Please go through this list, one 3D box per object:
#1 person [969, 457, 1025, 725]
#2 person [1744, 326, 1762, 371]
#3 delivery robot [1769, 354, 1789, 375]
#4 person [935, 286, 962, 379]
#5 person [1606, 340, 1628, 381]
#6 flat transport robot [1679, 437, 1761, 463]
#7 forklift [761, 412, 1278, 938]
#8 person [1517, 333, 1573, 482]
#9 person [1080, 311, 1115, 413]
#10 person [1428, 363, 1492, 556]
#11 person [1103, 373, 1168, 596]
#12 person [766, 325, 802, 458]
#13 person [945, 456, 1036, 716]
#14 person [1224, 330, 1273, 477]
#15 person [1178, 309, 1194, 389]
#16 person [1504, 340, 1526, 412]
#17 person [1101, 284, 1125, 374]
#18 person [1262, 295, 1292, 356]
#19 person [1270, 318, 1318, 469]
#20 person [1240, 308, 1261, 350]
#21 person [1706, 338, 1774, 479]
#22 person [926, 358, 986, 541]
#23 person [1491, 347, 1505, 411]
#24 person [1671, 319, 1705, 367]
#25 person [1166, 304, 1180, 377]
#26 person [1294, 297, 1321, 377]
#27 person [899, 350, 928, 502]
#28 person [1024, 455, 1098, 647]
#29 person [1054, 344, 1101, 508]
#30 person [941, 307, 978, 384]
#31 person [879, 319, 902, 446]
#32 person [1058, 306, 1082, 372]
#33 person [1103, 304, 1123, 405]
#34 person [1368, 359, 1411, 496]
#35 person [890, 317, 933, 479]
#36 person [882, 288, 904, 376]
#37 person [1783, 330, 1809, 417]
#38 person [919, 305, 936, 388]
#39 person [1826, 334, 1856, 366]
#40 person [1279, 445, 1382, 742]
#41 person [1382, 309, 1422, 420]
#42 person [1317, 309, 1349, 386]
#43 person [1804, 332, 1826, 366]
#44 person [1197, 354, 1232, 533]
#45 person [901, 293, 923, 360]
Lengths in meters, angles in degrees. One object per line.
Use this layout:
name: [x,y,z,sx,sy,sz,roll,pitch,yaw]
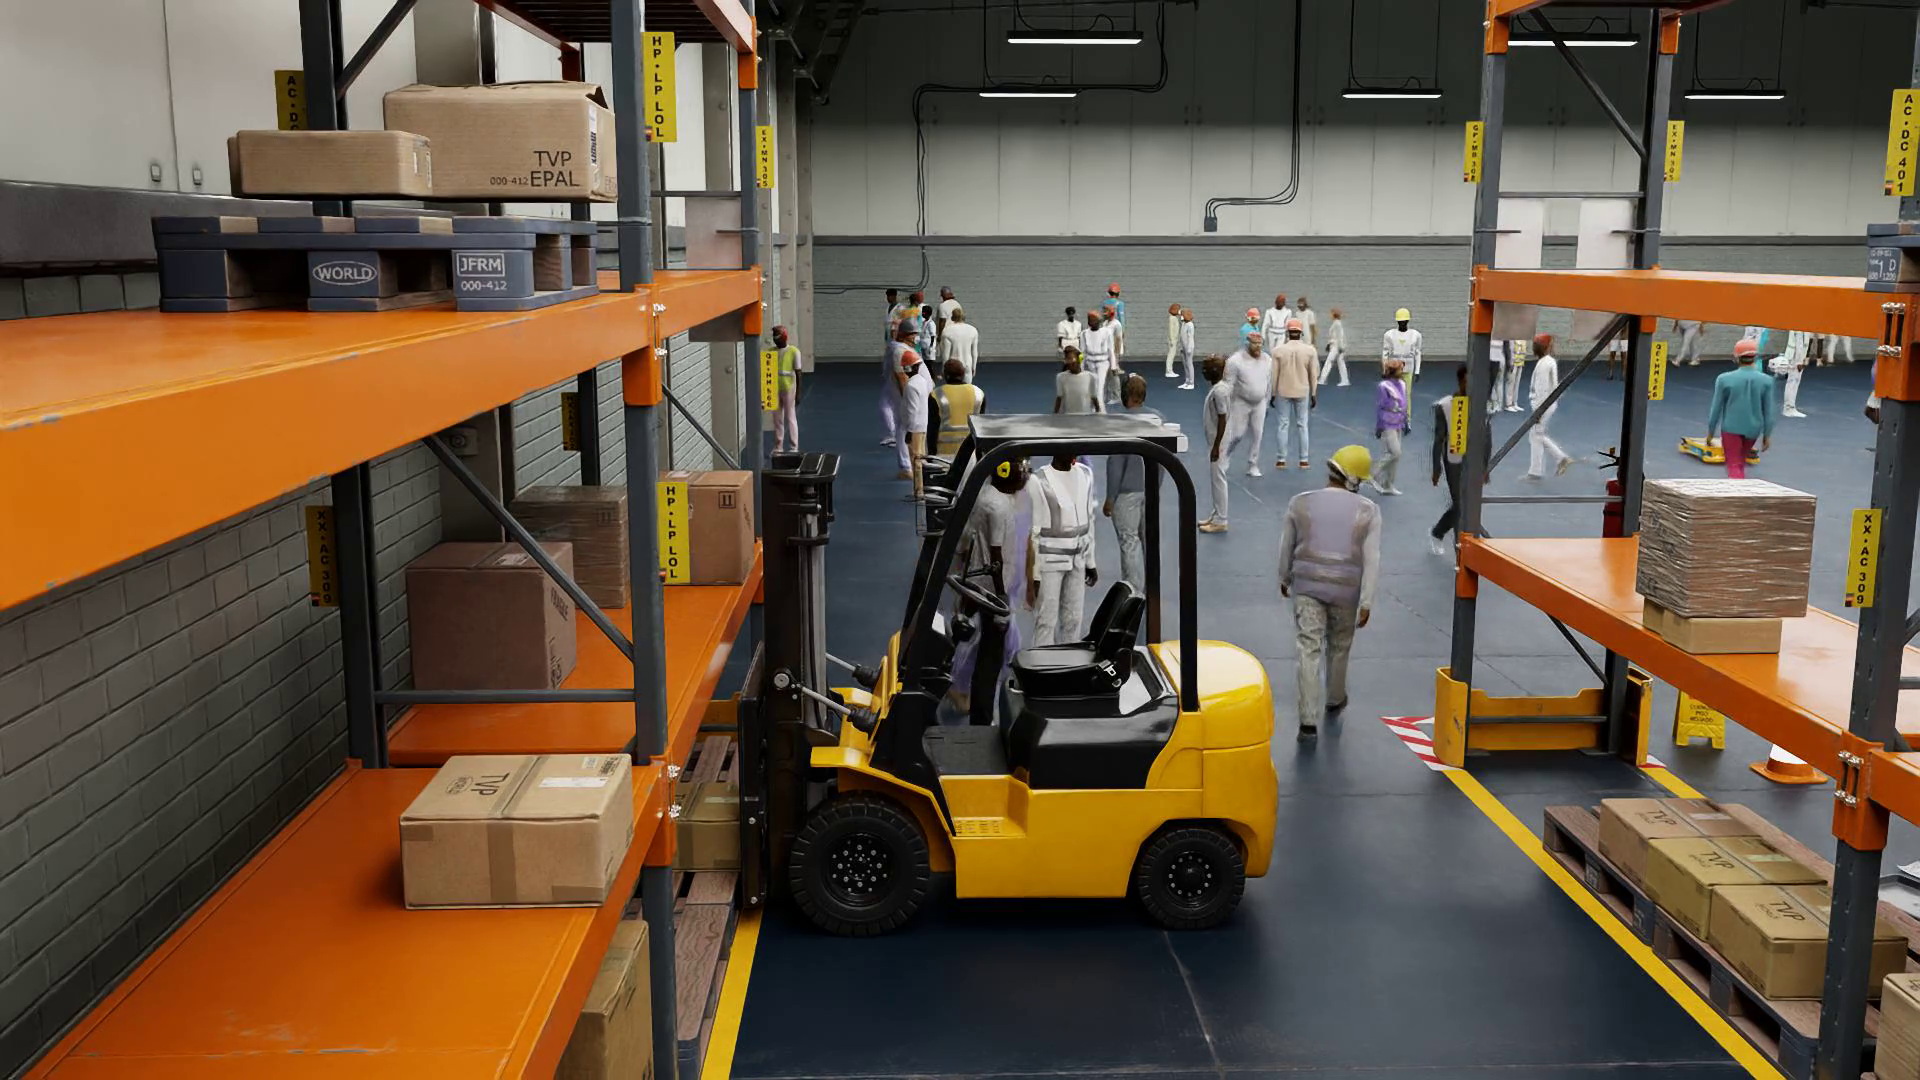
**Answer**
person: [0.216,0.322,9.790,0.328,1.861,0.506,-1,10,-5]
person: [15.392,-3.675,32.365,0.296,1.744,0.486,0,10,1]
delivery robot: [17.787,-3.791,36.056,0.477,0.478,0.707,2,11,13]
person: [-0.305,-4.533,36.313,0.535,2.000,0.674,8,13,37]
person: [14.172,-4.371,35.745,0.561,1.932,0.462,6,12,29]
flat transport robot: [10.457,-1.242,22.908,0.652,0.197,1.431,1,10,8]
forklift: [0.291,0.548,7.580,2.313,2.155,1.214,0,10,-2]
person: [7.283,-1.635,20.642,0.525,1.870,0.584,5,12,28]
person: [2.232,-2.864,27.578,0.586,1.832,0.964,6,12,29]
person: [4.638,-0.713,15.472,0.597,1.891,0.863,-4,11,-19]
person: [1.403,-0.375,13.433,0.629,1.940,0.379,-8,13,-36]
person: [-2.428,-2.042,22.978,0.570,1.843,0.372,7,12,33]
person: [0.221,0.274,10.241,0.980,1.796,0.540,9,14,41]
person: [3.654,-1.753,21.302,0.658,1.880,0.627,-3,11,-19]
person: [4.620,-3.891,33.900,0.289,1.629,0.500,-2,10,-12]
person: [9.811,-3.086,29.371,0.307,1.641,0.512,9,13,40]
person: [3.475,-4.762,37.581,0.604,2.044,0.375,8,13,39]
person: [6.881,-4.386,36.105,0.604,1.838,0.943,2,10,10]
person: [4.395,-1.929,21.939,0.623,1.989,0.399,1,10,8]
person: [5.488,-3.496,31.364,0.351,1.742,0.572,7,12,34]
person: [8.427,-1.187,17.914,0.611,1.963,0.961,0,10,1]
person: [-0.055,-0.890,16.577,0.634,1.839,0.429,-4,11,-23]
person: [9.453,-3.103,29.259,0.644,1.723,0.416,-8,13,-38]
person: [17.578,-5.194,39.997,1.028,2.000,0.687,-4,11,-23]
person: [4.730,-4.419,36.844,0.280,1.627,0.499,3,11,16]
person: [7.488,-4.336,35.857,0.764,1.813,0.562,-9,14,-42]
person: [-0.541,-1.304,19.132,0.339,1.748,0.564,2,10,12]
person: [0.645,0.163,10.628,0.582,1.880,0.366,-9,14,-41]
person: [1.325,-1.264,18.633,0.594,1.853,0.366,4,11,21]
person: [-0.014,-2.780,26.845,0.627,1.935,0.371,-4,11,-23]
person: [-0.929,-2.281,24.296,0.490,1.862,0.741,4,11,20]
person: [2.258,-3.931,33.935,0.552,1.678,0.370,-4,11,-23]
person: [2.790,-3.406,30.586,0.374,1.840,0.572,-4,11,-22]
person: [5.108,-1.319,19.562,0.363,1.625,0.518,8,13,39]
person: [-0.614,-1.804,21.107,0.535,2.000,0.674,0,10,2]
person: [-1.474,-4.576,36.781,0.381,1.958,0.602,-8,13,-37]
person: [14.352,-3.075,28.528,0.390,1.920,0.587,4,11,19]
person: [-0.671,-3.948,34.004,0.315,1.698,0.541,-5,11,-24]
person: [21.275,-5.138,40.100,0.786,1.895,0.662,-8,13,-38]
person: [2.241,0.306,10.125,0.607,1.767,0.901,3,11,15]
person: [7.038,-2.721,26.535,0.596,1.925,0.372,3,11,15]
person: [7.702,-3.976,34.443,0.841,1.597,0.515,1,10,8]
person: [20.641,-5.194,40.018,0.418,2.037,0.608,-10,14,-43]
person: [2.634,-0.992,17.137,0.327,1.842,0.515,1,10,6]
person: [-1.002,-4.269,35.236,0.610,1.902,0.441,8,13,37]
